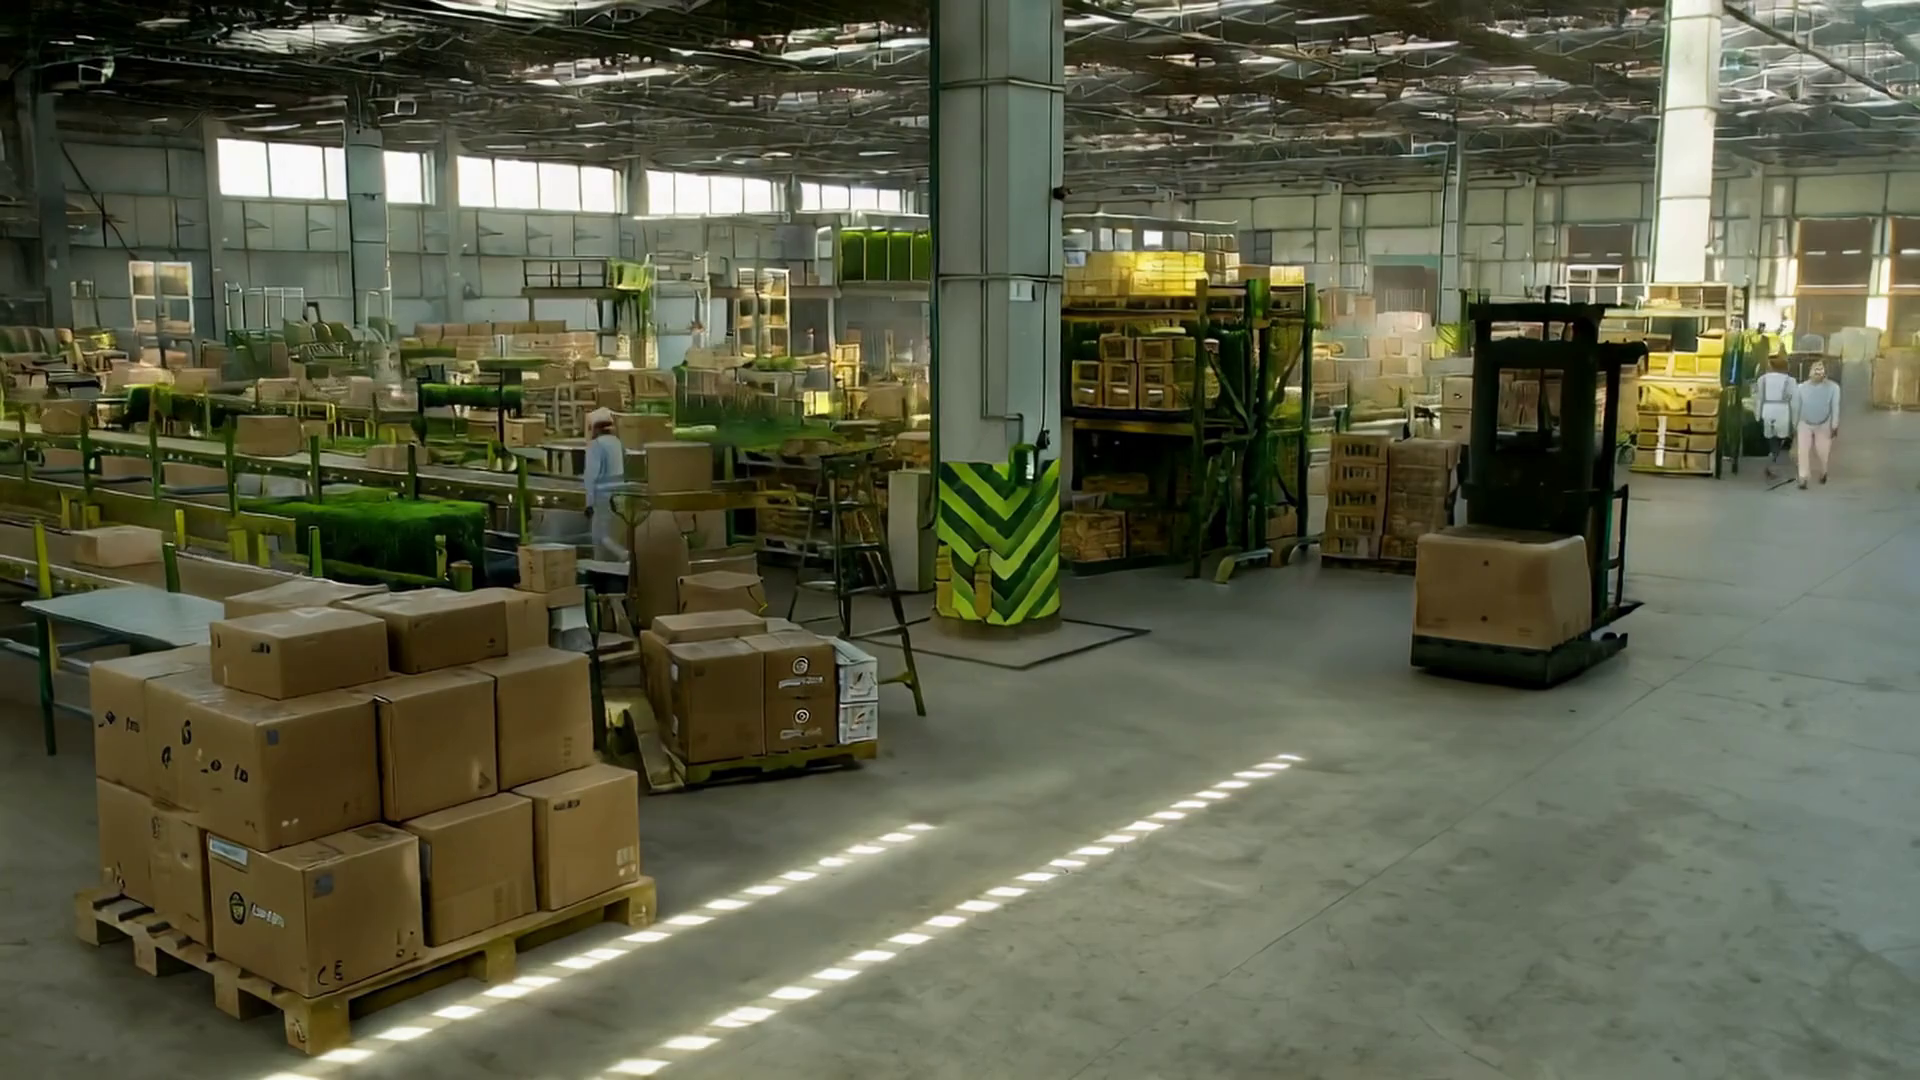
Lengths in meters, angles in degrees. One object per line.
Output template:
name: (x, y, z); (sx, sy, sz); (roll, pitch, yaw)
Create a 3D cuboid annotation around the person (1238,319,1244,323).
person: (11.636, -8.219, 68.523); (0.389, 1.929, 0.539); (3, 9, 22)

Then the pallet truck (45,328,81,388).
pallet truck: (-23.775, -4.544, 43.495); (1.885, 1.965, 0.823); (6, 10, 35)

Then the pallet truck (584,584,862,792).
pallet truck: (-1.426, 0.805, 10.019); (1.601, 1.201, 0.680); (-4, 9, -26)

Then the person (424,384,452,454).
person: (-9.225, -2.213, 29.151); (0.511, 1.587, 0.851); (6, 10, 35)

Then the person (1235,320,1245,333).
person: (11.058, -7.630, 64.823); (0.608, 1.833, 0.978); (5, 10, 33)

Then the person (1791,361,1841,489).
person: (12.720, -1.713, 24.749); (0.662, 1.891, 0.642); (6, 10, 35)

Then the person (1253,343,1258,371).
person: (8.466, -5.142, 48.193); (0.593, 1.813, 0.668); (-6, 10, -34)

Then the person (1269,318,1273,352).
person: (15.325, -10.141, 81.740); (0.516, 1.841, 0.326); (-3, 9, -19)

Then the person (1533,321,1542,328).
person: (27.231, -9.613, 78.252); (0.654, 1.816, 0.635); (-8, 12, -44)

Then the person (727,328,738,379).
person: (-7.704, -6.324, 56.359); (0.418, 1.730, 0.510); (5, 10, 30)

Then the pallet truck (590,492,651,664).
pallet truck: (-3.115, 0.344, 12.883); (0.653, 1.274, 1.630); (7, 11, 37)

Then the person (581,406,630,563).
person: (-3.448, -0.422, 16.408); (0.700, 1.802, 0.596); (3, 9, 17)

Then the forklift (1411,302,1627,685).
forklift: (4.379, -0.438, 12.852); (1.129, 2.768, 1.873); (7, 11, 37)

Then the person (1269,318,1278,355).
person: (12.113, -7.700, 64.975); (0.637, 1.923, 1.072); (3, 9, 20)

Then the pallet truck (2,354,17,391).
pallet truck: (-24.881, -4.417, 42.634); (1.885, 1.965, 0.823); (8, 11, 41)

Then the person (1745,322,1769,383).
person: (25.682, -6.032, 53.379); (0.692, 2.000, 1.042); (-3, 9, -22)

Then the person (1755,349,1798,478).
person: (12.674, -1.946, 25.872); (0.664, 2.030, 0.623); (-8, 11, -42)

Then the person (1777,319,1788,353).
person: (33.185, -7.969, 67.101); (0.592, 1.847, 0.527); (-6, 11, -37)
